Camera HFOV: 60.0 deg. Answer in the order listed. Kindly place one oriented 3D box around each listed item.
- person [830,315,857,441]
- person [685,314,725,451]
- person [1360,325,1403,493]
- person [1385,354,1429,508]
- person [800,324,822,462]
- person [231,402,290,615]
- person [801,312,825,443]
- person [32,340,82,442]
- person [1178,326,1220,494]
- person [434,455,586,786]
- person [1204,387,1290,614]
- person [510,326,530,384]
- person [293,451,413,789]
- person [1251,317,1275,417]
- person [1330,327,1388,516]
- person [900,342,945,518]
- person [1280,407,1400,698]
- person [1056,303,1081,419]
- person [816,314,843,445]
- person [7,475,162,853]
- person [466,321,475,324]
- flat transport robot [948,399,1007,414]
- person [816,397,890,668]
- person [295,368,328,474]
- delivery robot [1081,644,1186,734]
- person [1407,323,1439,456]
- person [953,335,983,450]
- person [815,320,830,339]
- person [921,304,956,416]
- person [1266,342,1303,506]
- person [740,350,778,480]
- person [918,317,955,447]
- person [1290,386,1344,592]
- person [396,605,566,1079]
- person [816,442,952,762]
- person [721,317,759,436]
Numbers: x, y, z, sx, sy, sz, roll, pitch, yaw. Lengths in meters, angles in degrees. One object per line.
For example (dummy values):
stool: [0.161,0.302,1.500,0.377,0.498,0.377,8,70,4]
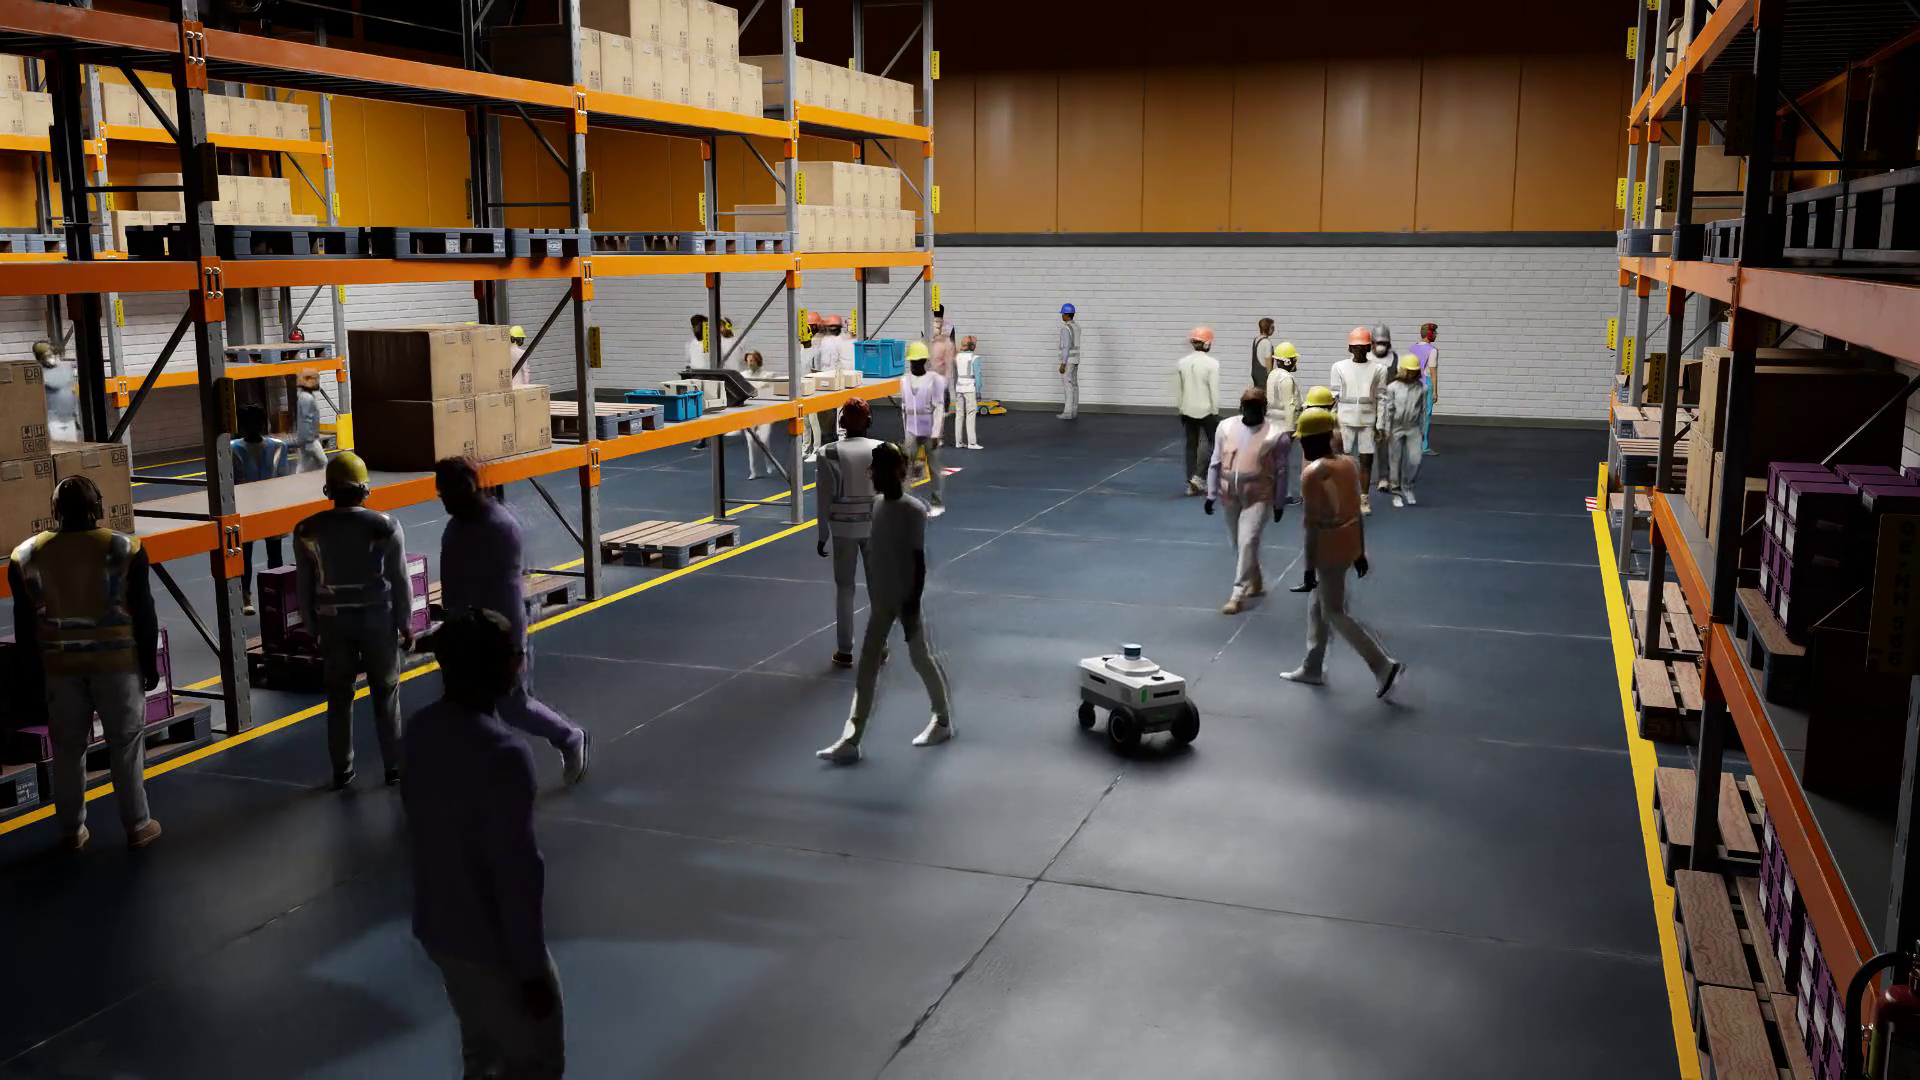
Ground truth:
person: [-1.564,-2.306,24.176,0.643,1.913,0.410,-4,11,-23]
person: [-3.632,-2.244,23.700,0.639,1.954,0.503,5,11,28]
person: [4.979,-1.615,19.915,0.690,2.000,1.064,2,10,12]
person: [4.966,-1.211,18.516,0.487,1.723,0.415,0,10,1]
person: [-2.061,-1.983,22.468,0.328,1.873,0.518,-8,13,-38]
person: [-5.583,-0.250,13.209,0.540,1.692,0.320,-7,12,-36]
person: [-2.177,-2.411,24.684,0.360,1.939,0.543,-8,13,-38]
person: [-10.004,-1.261,18.368,0.405,1.893,0.690,1,10,7]
person: [2.818,-1.511,19.483,0.435,1.982,0.642,-9,14,-42]
person: [-2.383,0.474,8.678,0.795,1.867,0.695,-9,14,-42]
person: [2.349,-0.353,13.488,0.623,1.811,0.922,7,12,34]
person: [-6.363,-2.189,23.921,0.527,1.768,0.331,7,12,33]
person: [-3.240,0.433,8.960,0.590,1.836,0.404,-2,10,-9]
person: [4.550,-2.415,24.973,0.326,1.843,0.515,-3,10,-15]
person: [4.297,-1.277,18.006,0.607,2.044,0.375,2,10,12]
person: [-0.450,-1.145,17.690,0.606,1.894,0.874,6,12,31]
person: [2.508,0.082,10.832,0.843,1.886,0.602,8,13,37]
person: [1.836,-3.016,28.063,0.388,1.947,0.615,4,11,23]
person: [-1.803,-2.347,24.396,0.574,1.906,0.641,9,13,41]
person: [-4.192,0.601,8.027,0.626,1.836,0.428,-2,10,-11]
person: [-7.408,-2.439,25.333,0.525,1.769,0.308,5,11,26]
flat transport robot: [0.041,-2.312,28.824,1.431,0.197,0.652,-2,10,-10]
person: [-0.713,-0.050,11.548,0.576,1.881,0.354,-2,10,-13]
person: [-6.908,-1.059,17.990,0.776,1.597,0.527,-5,11,-28]
delivery robot: [1.021,0.862,9.883,0.477,0.478,0.707,-6,12,-28]
person: [6.431,-2.088,23.136,0.373,1.840,0.571,-4,11,-20]
person: [0.108,-2.112,23.853,0.314,1.636,0.517,-9,14,-43]
person: [-2.417,-3.075,29.330,0.521,1.620,0.677,-6,12,-29]
person: [-0.364,-3.060,28.399,0.596,1.918,0.386,1,10,8]
person: [3.663,-1.310,18.770,0.404,1.837,0.590,-2,10,-9]
person: [-2.537,-1.558,20.746,0.545,1.624,0.379,2,10,13]
person: [-0.434,-2.250,23.924,0.671,1.882,0.583,7,12,33]
person: [2.972,-0.392,13.801,0.329,1.767,0.529,-3,11,-17]
person: [-1.407,1.139,4.735,0.608,1.926,0.645,-9,13,-40]
person: [-0.386,0.347,9.493,0.968,1.818,0.545,-9,14,-42]
person: [-3.376,-2.487,25.432,0.683,1.828,0.431,2,10,11]
